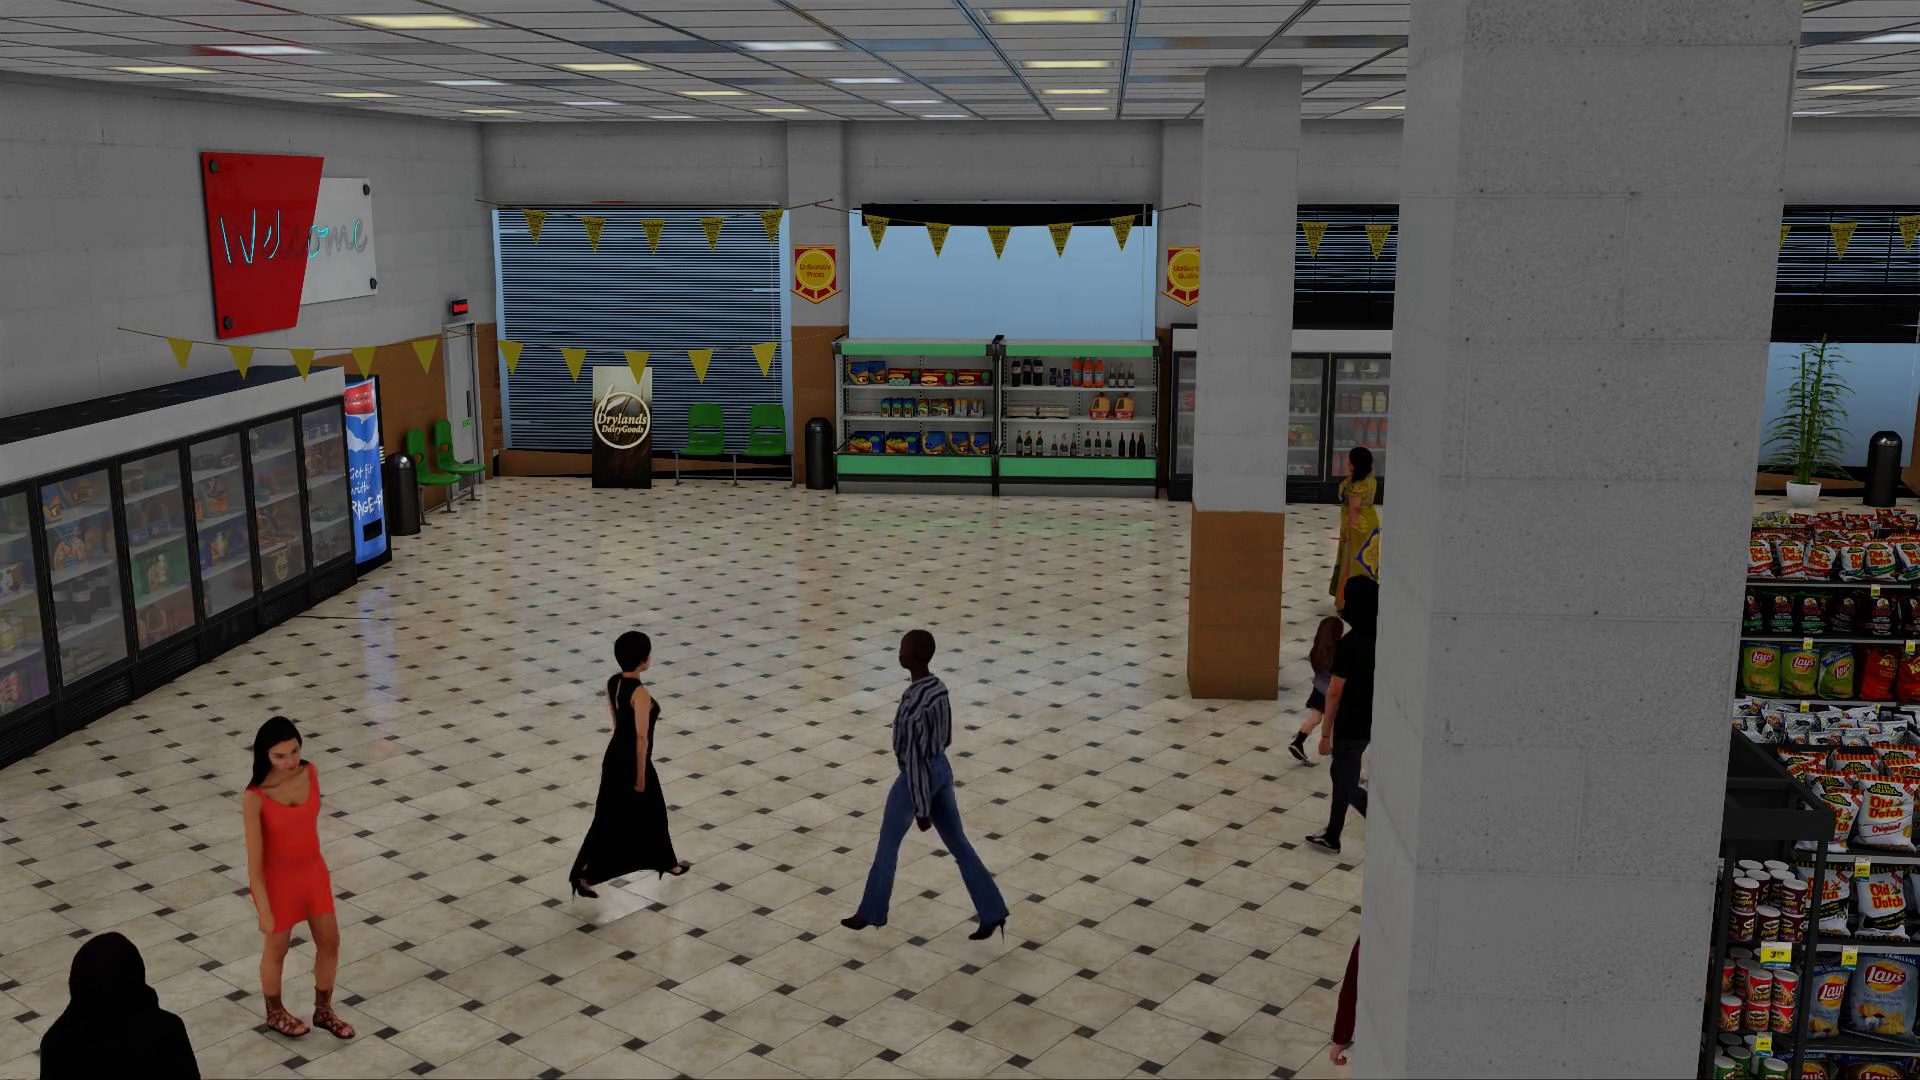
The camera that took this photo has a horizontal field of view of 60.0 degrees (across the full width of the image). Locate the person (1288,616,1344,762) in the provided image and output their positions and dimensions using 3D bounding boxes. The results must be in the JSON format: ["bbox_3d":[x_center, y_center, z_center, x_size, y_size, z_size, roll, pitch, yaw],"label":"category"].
[{"bbox_3d":[2.605,1.086,11.980,0.835,1.090,0.715,-7,14,-29],"label":"person"}]

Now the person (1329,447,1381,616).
[{"bbox_3d":[3.886,-0.095,16.206,0.991,1.660,0.994,7,14,32],"label":"person"}]

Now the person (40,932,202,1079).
[{"bbox_3d":[-2.857,2.148,5.683,0.637,1.605,0.763,-2,12,-8],"label":"person"}]

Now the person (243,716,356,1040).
[{"bbox_3d":[-3.263,1.626,7.985,0.855,1.678,0.781,6,13,27],"label":"person"}]

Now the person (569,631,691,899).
[{"bbox_3d":[-1.988,1.343,9.618,1.053,1.560,1.030,10,16,40],"label":"person"}]

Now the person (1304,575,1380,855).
[{"bbox_3d":[2.453,1.136,10.021,1.089,1.800,1.152,-10,16,-40],"label":"person"}]

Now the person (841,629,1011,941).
[{"bbox_3d":[-0.093,1.388,8.975,1.251,1.738,0.863,4,13,20],"label":"person"}]
